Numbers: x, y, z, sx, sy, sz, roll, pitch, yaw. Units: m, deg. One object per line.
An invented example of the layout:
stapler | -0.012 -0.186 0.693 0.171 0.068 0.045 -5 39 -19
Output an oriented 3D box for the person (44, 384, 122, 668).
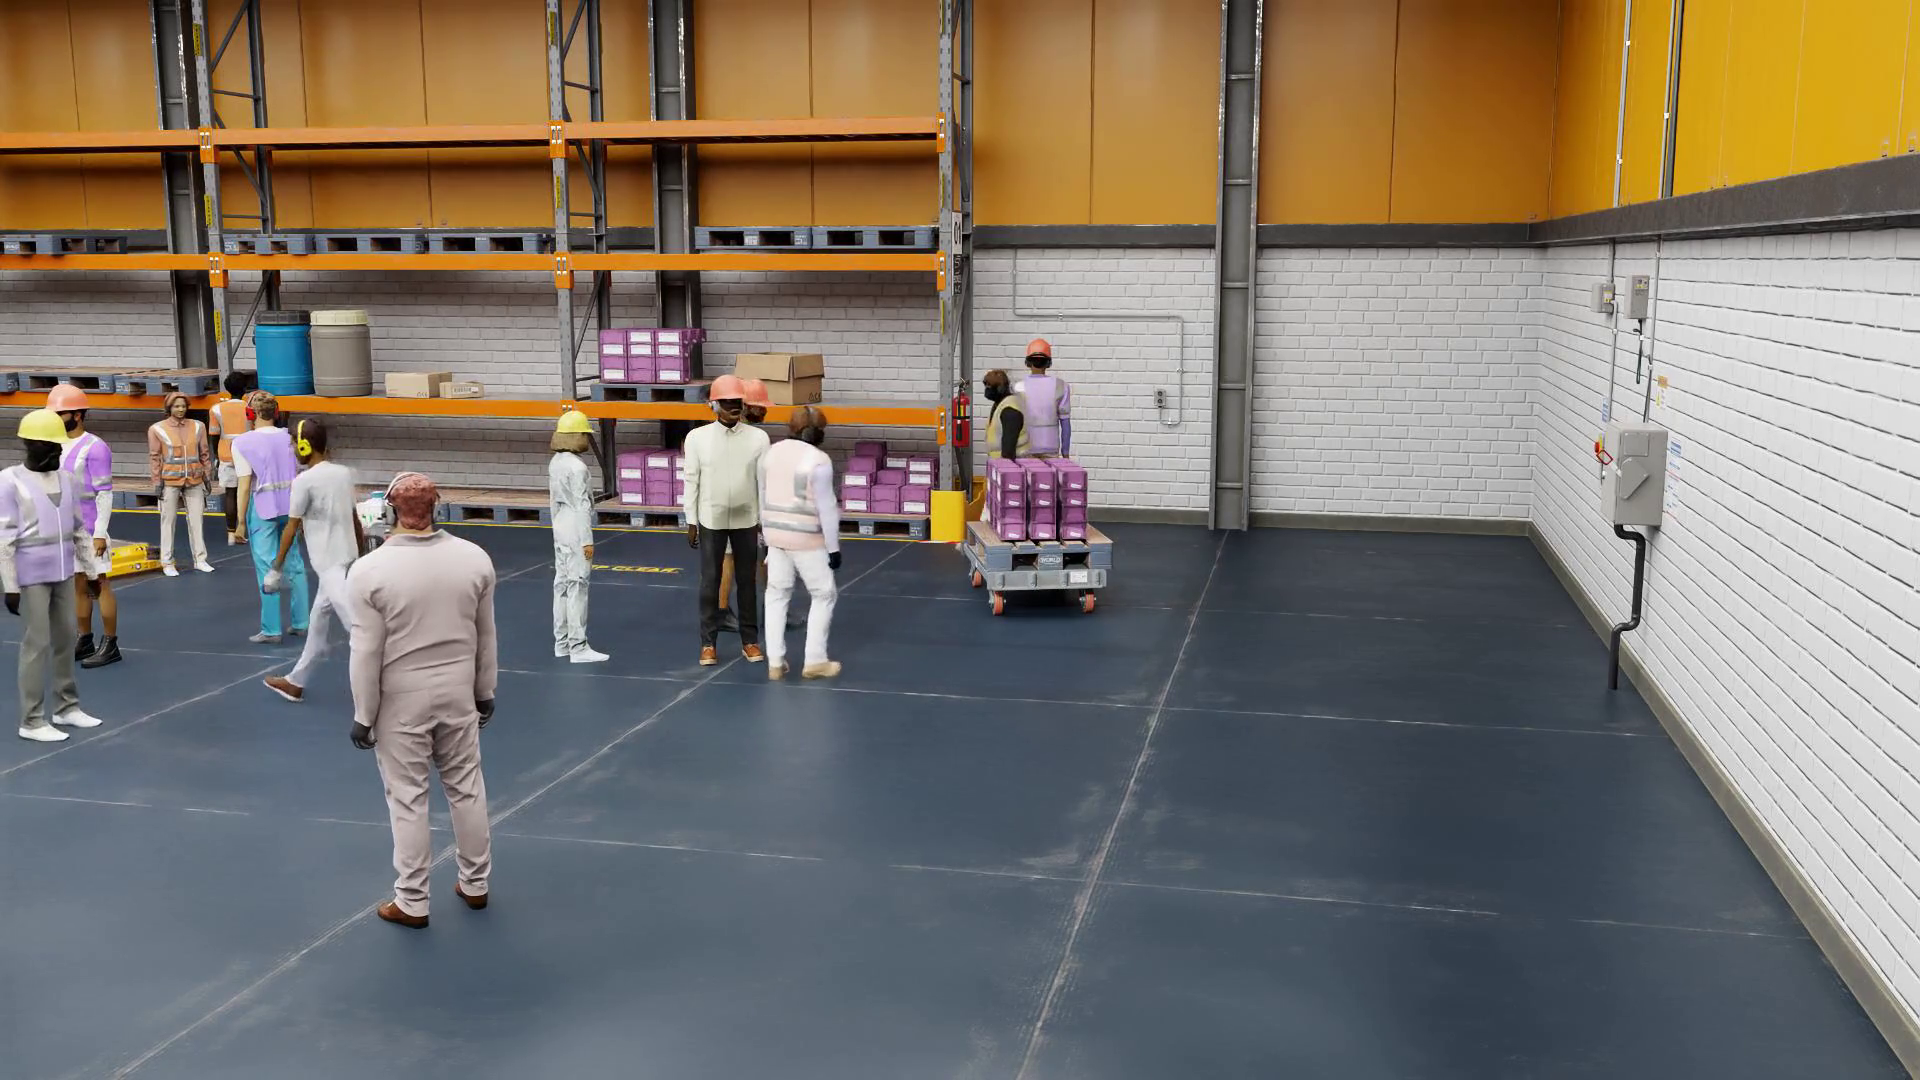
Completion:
person | -6.022 -0.094 11.365 0.545 1.938 0.355 5 11 26

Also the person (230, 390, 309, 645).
person | -4.967 -0.161 12.034 0.374 1.843 0.569 6 11 32

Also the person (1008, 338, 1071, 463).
person | 0.731 -0.871 15.655 0.613 2.041 0.393 -1 10 -6

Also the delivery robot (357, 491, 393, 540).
delivery robot | -5.577 -0.227 15.963 0.477 0.478 0.707 -6 11 -31

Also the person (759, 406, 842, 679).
person | -1.065 0.024 11.028 0.633 1.820 0.457 8 12 38

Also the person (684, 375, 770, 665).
person | -1.592 -0.139 11.459 0.612 1.997 0.375 -3 10 -17

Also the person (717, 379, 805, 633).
person | -1.491 -0.233 12.284 0.793 1.903 0.544 3 10 16

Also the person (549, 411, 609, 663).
person | -2.661 -0.026 11.539 0.303 1.742 0.493 -7 12 -36

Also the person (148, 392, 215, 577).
person | -6.863 -0.496 14.664 0.318 1.630 0.513 9 13 42

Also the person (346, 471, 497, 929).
person | -2.260 0.662 6.985 0.651 1.906 0.403 -9 13 -44

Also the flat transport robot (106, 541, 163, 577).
flat transport robot | -7.866 0.135 14.937 1.431 0.197 0.652 5 11 26

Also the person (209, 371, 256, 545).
person | -7.013 -0.794 16.221 0.540 1.695 0.317 -1 10 -8

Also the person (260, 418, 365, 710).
person | -3.931 0.160 10.251 1.005 1.803 0.546 2 10 11

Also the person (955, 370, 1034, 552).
person | 0.501 -0.708 15.559 1.039 1.764 0.628 -2 10 -14

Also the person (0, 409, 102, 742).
person | -5.319 0.198 9.696 0.389 1.917 0.608 2 10 14
